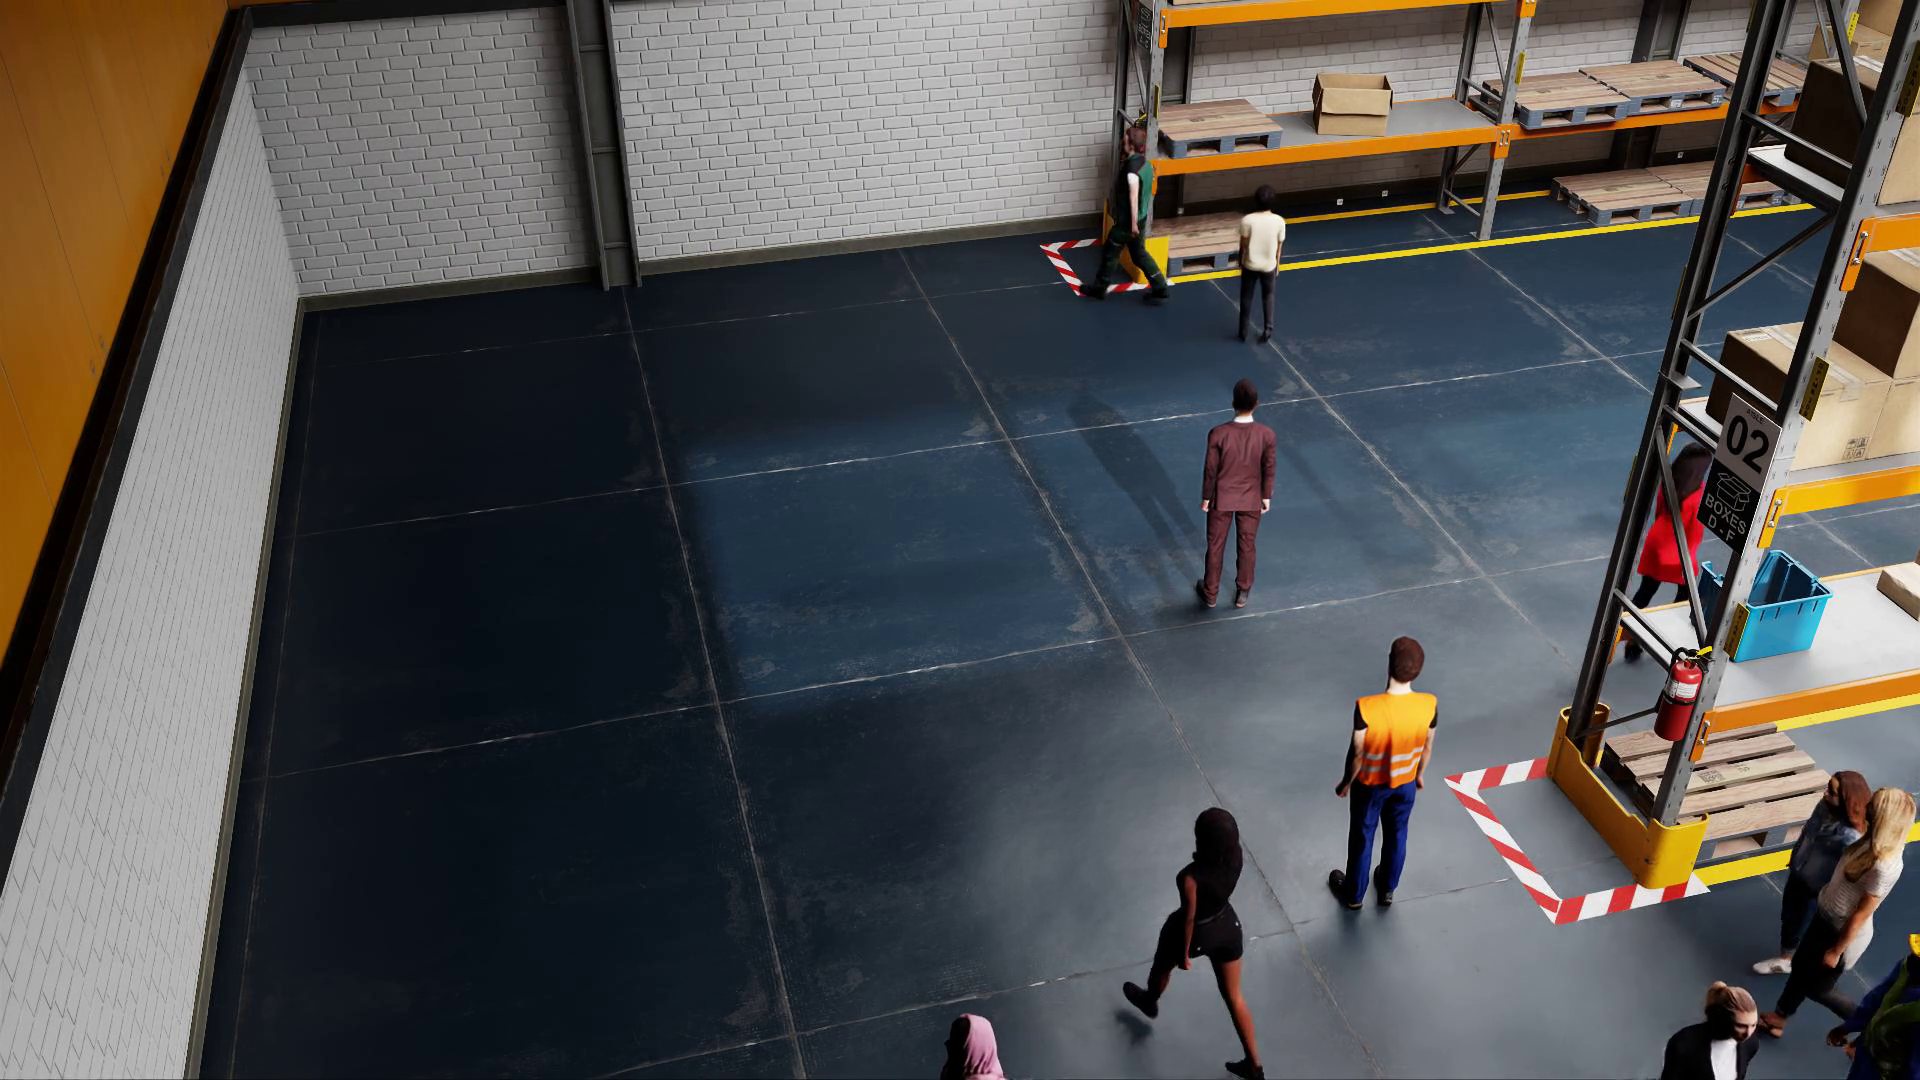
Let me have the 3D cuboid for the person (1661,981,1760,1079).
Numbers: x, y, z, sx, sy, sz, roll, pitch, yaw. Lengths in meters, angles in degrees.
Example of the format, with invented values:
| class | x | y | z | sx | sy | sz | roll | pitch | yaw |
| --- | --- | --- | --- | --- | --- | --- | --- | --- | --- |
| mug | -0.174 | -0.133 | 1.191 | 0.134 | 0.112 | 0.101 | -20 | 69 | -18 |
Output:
| class | x | y | z | sx | sy | sz | roll | pitch | yaw |
| --- | --- | --- | --- | --- | --- | --- | --- | --- | --- |
| person | 3.368 | 2.659 | 7.854 | 1.056 | 1.672 | 0.809 | -2 | 34 | -3 |

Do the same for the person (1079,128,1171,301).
| class | x | y | z | sx | sy | sz | roll | pitch | yaw |
| --- | --- | --- | --- | --- | --- | --- | --- | --- | --- |
| person | 1.772 | -3.167 | 16.503 | 1.253 | 1.800 | 1.089 | 11 | 35 | 16 |

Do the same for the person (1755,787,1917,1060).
| class | x | y | z | sx | sy | sz | roll | pitch | yaw |
| --- | --- | --- | --- | --- | --- | --- | --- | --- | --- |
| person | 4.676 | 2.045 | 8.652 | 1.067 | 1.809 | 0.943 | 10 | 35 | 15 |

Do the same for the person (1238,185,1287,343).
| class | x | y | z | sx | sy | sz | roll | pitch | yaw |
| --- | --- | --- | --- | --- | --- | --- | --- | --- | --- |
| person | 2.829 | -2.606 | 15.857 | 0.554 | 1.581 | 0.715 | 5 | 34 | 7 |

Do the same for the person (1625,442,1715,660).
| class | x | y | z | sx | sy | sz | roll | pitch | yaw |
| --- | --- | --- | --- | --- | --- | --- | --- | --- | --- |
| person | 4.908 | 0.112 | 11.638 | 0.867 | 1.725 | 0.729 | -15 | 36 | -21 |

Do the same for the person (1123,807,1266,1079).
| class | x | y | z | sx | sy | sz | roll | pitch | yaw |
| --- | --- | --- | --- | --- | --- | --- | --- | --- | --- |
| person | 1.335 | 2.121 | 8.641 | 1.225 | 1.696 | 0.987 | -23 | 40 | -31 |

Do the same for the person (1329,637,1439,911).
| class | x | y | z | sx | sy | sz | roll | pitch | yaw |
| --- | --- | --- | --- | --- | --- | --- | --- | --- | --- |
| person | 2.456 | 1.370 | 9.596 | 0.601 | 1.889 | 0.768 | -4 | 34 | -6 |

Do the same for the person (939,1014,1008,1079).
| class | x | y | z | sx | sy | sz | roll | pitch | yaw |
| --- | --- | --- | --- | --- | --- | --- | --- | --- | --- |
| person | 0.143 | 2.774 | 7.748 | 1.128 | 1.597 | 0.769 | -2 | 34 | -3 |

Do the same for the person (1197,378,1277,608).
| class | x | y | z | sx | sy | sz | roll | pitch | yaw |
| --- | --- | --- | --- | --- | --- | --- | --- | --- | --- |
| person | 2.020 | -0.320 | 12.161 | 0.637 | 1.864 | 0.801 | 0 | 34 | 0 |

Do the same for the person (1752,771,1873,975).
| class | x | y | z | sx | sy | sz | roll | pitch | yaw |
| --- | --- | --- | --- | --- | --- | --- | --- | --- | --- |
| person | 4.812 | 1.878 | 9.213 | 0.695 | 1.468 | 0.629 | -4 | 34 | -6 |
